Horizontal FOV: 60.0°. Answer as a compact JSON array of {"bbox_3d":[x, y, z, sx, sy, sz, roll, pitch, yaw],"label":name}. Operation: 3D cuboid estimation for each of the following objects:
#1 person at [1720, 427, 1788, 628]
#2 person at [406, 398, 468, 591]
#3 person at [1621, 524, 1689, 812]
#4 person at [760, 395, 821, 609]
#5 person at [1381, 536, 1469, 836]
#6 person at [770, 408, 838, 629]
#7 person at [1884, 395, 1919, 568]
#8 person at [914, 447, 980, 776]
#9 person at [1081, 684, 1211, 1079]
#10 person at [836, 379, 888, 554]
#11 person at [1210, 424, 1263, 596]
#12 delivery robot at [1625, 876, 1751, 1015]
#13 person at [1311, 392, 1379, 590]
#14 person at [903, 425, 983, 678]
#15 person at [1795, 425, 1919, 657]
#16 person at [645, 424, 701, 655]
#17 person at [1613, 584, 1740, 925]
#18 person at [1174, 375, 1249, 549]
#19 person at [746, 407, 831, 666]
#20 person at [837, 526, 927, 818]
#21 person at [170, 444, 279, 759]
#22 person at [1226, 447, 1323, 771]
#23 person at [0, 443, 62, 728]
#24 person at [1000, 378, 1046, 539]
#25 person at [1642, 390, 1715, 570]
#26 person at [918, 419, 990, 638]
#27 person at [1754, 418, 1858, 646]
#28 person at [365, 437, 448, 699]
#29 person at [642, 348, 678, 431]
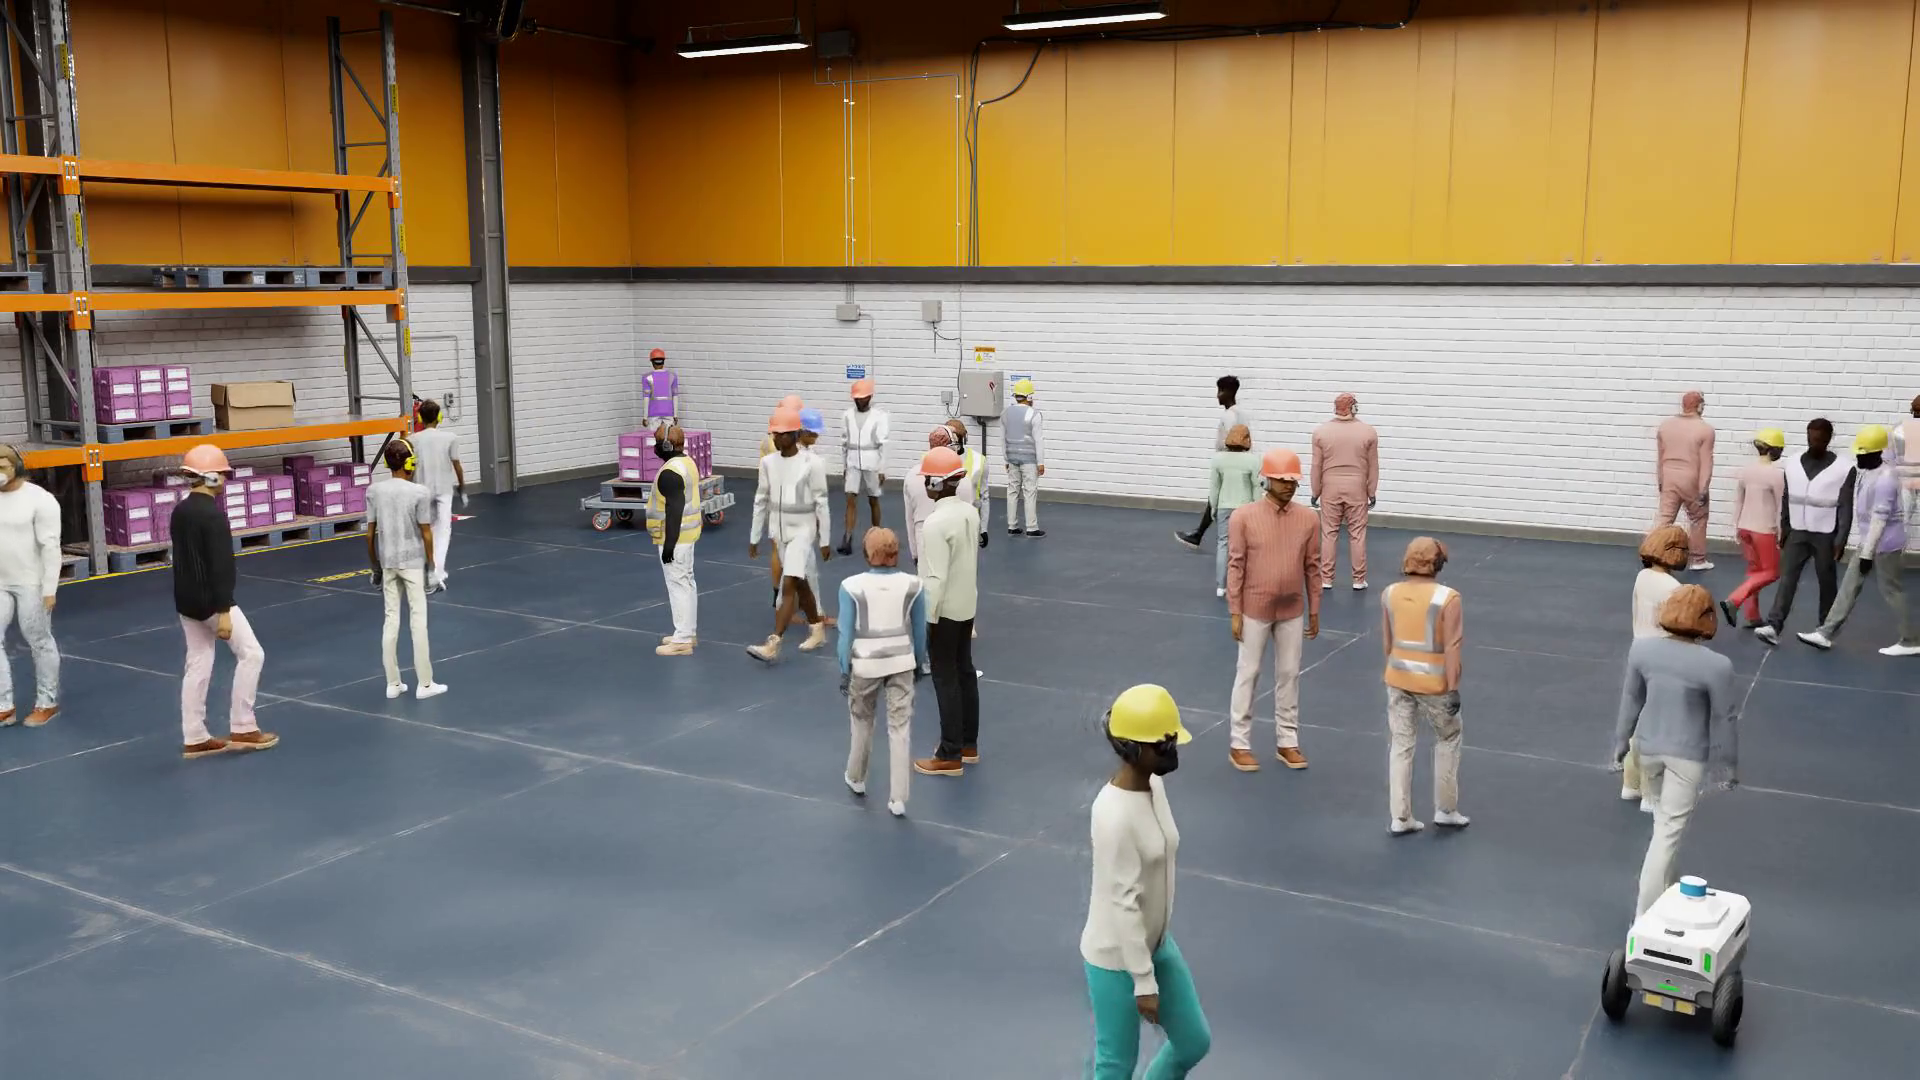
[{"bbox_3d":[6.702,-0.081,14.044,0.567,1.749,0.519,-2,9,-15],"label":"person"},{"bbox_3d":[-5.069,-0.445,16.064,0.527,1.837,0.900,0,9,-1],"label":"person"},{"bbox_3d":[3.949,0.720,9.399,0.289,1.632,0.498,0,9,-2],"label":"person"},{"bbox_3d":[-1.536,-0.344,15.084,0.547,1.938,0.378,3,10,19],"label":"person"},{"bbox_3d":[2.535,0.786,9.024,0.613,1.609,0.546,-8,12,-41],"label":"person"},{"bbox_3d":[-1.342,-0.178,14.167,0.614,1.906,0.639,3,10,17],"label":"person"},{"bbox_3d":[9.542,-0.537,16.592,0.626,1.844,0.429,5,10,28],"label":"person"},{"bbox_3d":[-0.089,0.427,10.100,0.396,1.992,0.623,4,10,24],"label":"person"},{"bbox_3d":[0.604,1.319,5.307,0.432,1.751,0.528,5,10,28],"label":"person"},{"bbox_3d":[-1.065,-0.777,17.926,0.566,1.889,0.975,3,9,15],"label":"person"},{"bbox_3d":[2.587,-0.272,15.588,0.507,1.632,0.266,5,10,27],"label":"person"},{"bbox_3d":[2.992,1.624,6.818,0.477,0.478,0.707,7,11,36],"label":"delivery robot"},{"bbox_3d":[3.684,-0.463,15.949,0.636,1.903,0.405,2,9,13],"label":"person"},{"bbox_3d":[-0.111,0.099,12.423,0.642,1.909,0.410,7,12,39],"label":"person"},{"bbox_3d":[7.168,0.012,13.123,0.968,1.853,0.662,2,9,12],"label":"person"},{"bbox_3d":[-2.286,-0.006,13.279,0.429,1.841,0.633,0,9,2],"label":"person"},{"bbox_3d":[3.394,0.992,7.757,0.758,1.602,0.532,-6,11,-35],"label":"person"},{"bbox_3d":[2.852,-0.831,18.162,0.974,1.915,0.637,4,10,23],"label":"person"},{"bbox_3d":[-1.377,-0.038,13.012,0.627,1.981,1.060,6,11,33],"label":"person"},{"bbox_3d":[-0.458,0.720,9.462,0.535,1.607,0.743,-2,9,-15],"label":"person"},{"bbox_3d":[-4.633,0.379,10.464,0.642,1.968,0.690,7,12,38],"label":"person"},{"bbox_3d":[1.923,0.422,10.154,0.606,1.990,0.395,-2,9,-12],"label":"person"},{"bbox_3d":[-6.274,0.326,10.952,0.661,1.917,0.680,1,9,6],"label":"person"},{"bbox_3d":[0.741,-0.934,19.085,0.591,1.837,0.403,7,12,39],"label":"person"},{"bbox_3d":[7.295,-0.586,16.825,0.941,1.870,0.653,-6,11,-34],"label":"person"},{"bbox_3d":[-0.058,-0.088,13.810,0.621,1.838,0.429,-1,9,-5],"label":"person"},{"bbox_3d":[6.896,-0.050,13.492,1.009,1.859,0.606,-7,12,-38],"label":"person"},{"bbox_3d":[-3.974,0.207,11.879,0.512,1.867,0.330,2,9,10],"label":"person"},{"bbox_3d":[-4.445,-1.869,24.637,0.543,1.928,0.370,-4,10,-25],"label":"person"}]
